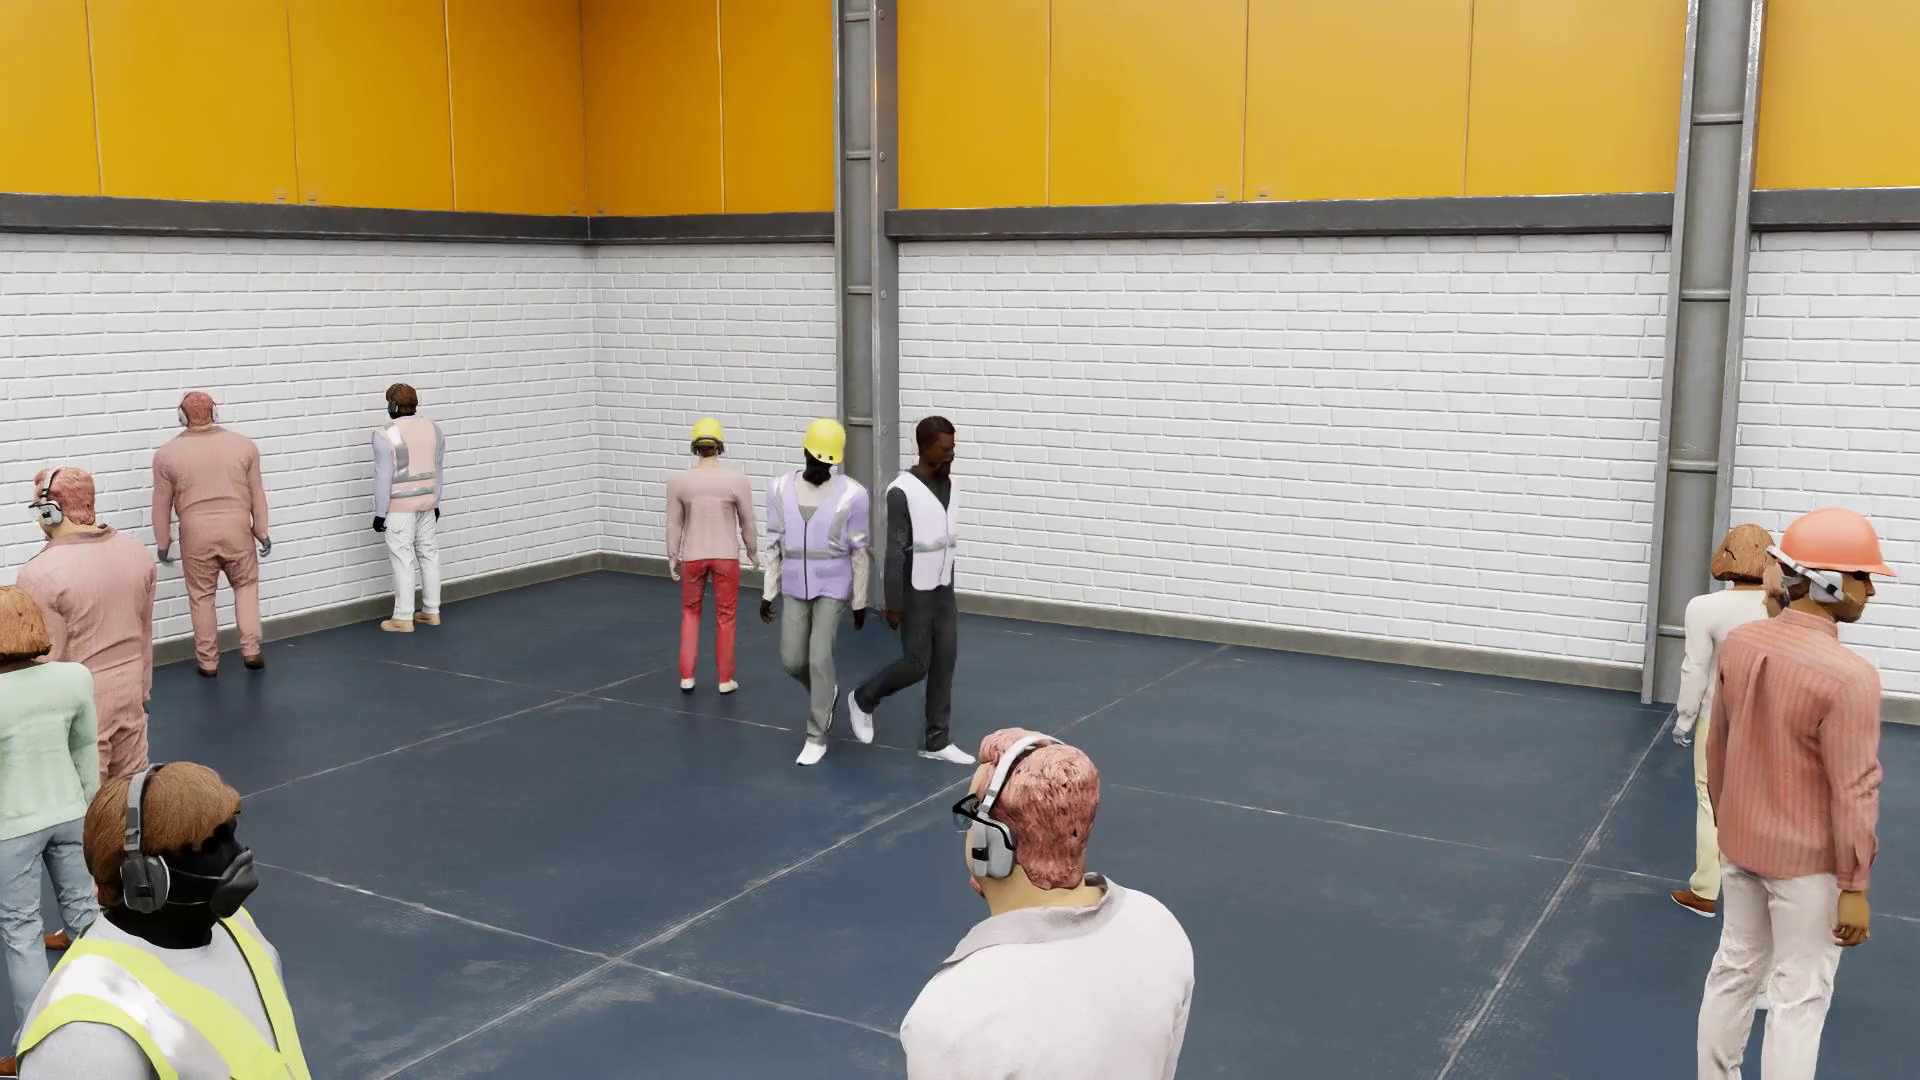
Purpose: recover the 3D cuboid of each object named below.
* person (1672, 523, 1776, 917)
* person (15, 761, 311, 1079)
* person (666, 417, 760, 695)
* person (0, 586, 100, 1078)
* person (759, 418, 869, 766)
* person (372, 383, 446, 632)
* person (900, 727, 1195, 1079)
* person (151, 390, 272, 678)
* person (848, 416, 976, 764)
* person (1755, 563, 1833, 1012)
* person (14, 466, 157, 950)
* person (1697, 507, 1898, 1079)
[{"bbox_3d":[3.194,0.744,6.845,0.503,1.633,0.280,0,9,-2],"label":"person"},{"bbox_3d":[-1.295,1.279,2.858,0.429,1.844,0.627,-1,9,-6],"label":"person"},{"bbox_3d":[-1.553,0.112,10.425,0.555,1.761,0.366,0,9,1],"label":"person"},{"bbox_3d":[-3.067,0.961,5.487,0.282,1.634,0.498,5,10,29],"label":"person"},{"bbox_3d":[-0.769,0.259,9.101,0.615,1.881,0.592,3,10,17],"label":"person"},{"bbox_3d":[-4.109,-0.242,12.353,0.429,1.844,0.627,5,10,28],"label":"person"},{"bbox_3d":[0.108,1.254,2.816,0.409,1.908,0.647,8,12,39],"label":"person"},{"bbox_3d":[-4.884,-0.031,10.857,0.699,1.897,0.450,-5,10,-29],"label":"person"},{"bbox_3d":[-0.245,0.263,9.038,0.678,1.898,0.591,6,11,32],"label":"person"},{"bbox_3d":[2.968,0.885,5.963,0.309,1.640,0.520,8,12,39],"label":"person"},{"bbox_3d":[-3.452,0.655,6.559,0.410,1.906,0.642,2,9,12],"label":"person"},{"bbox_3d":[2.404,0.894,4.792,0.392,1.990,0.614,-2,9,-10],"label":"person"}]
